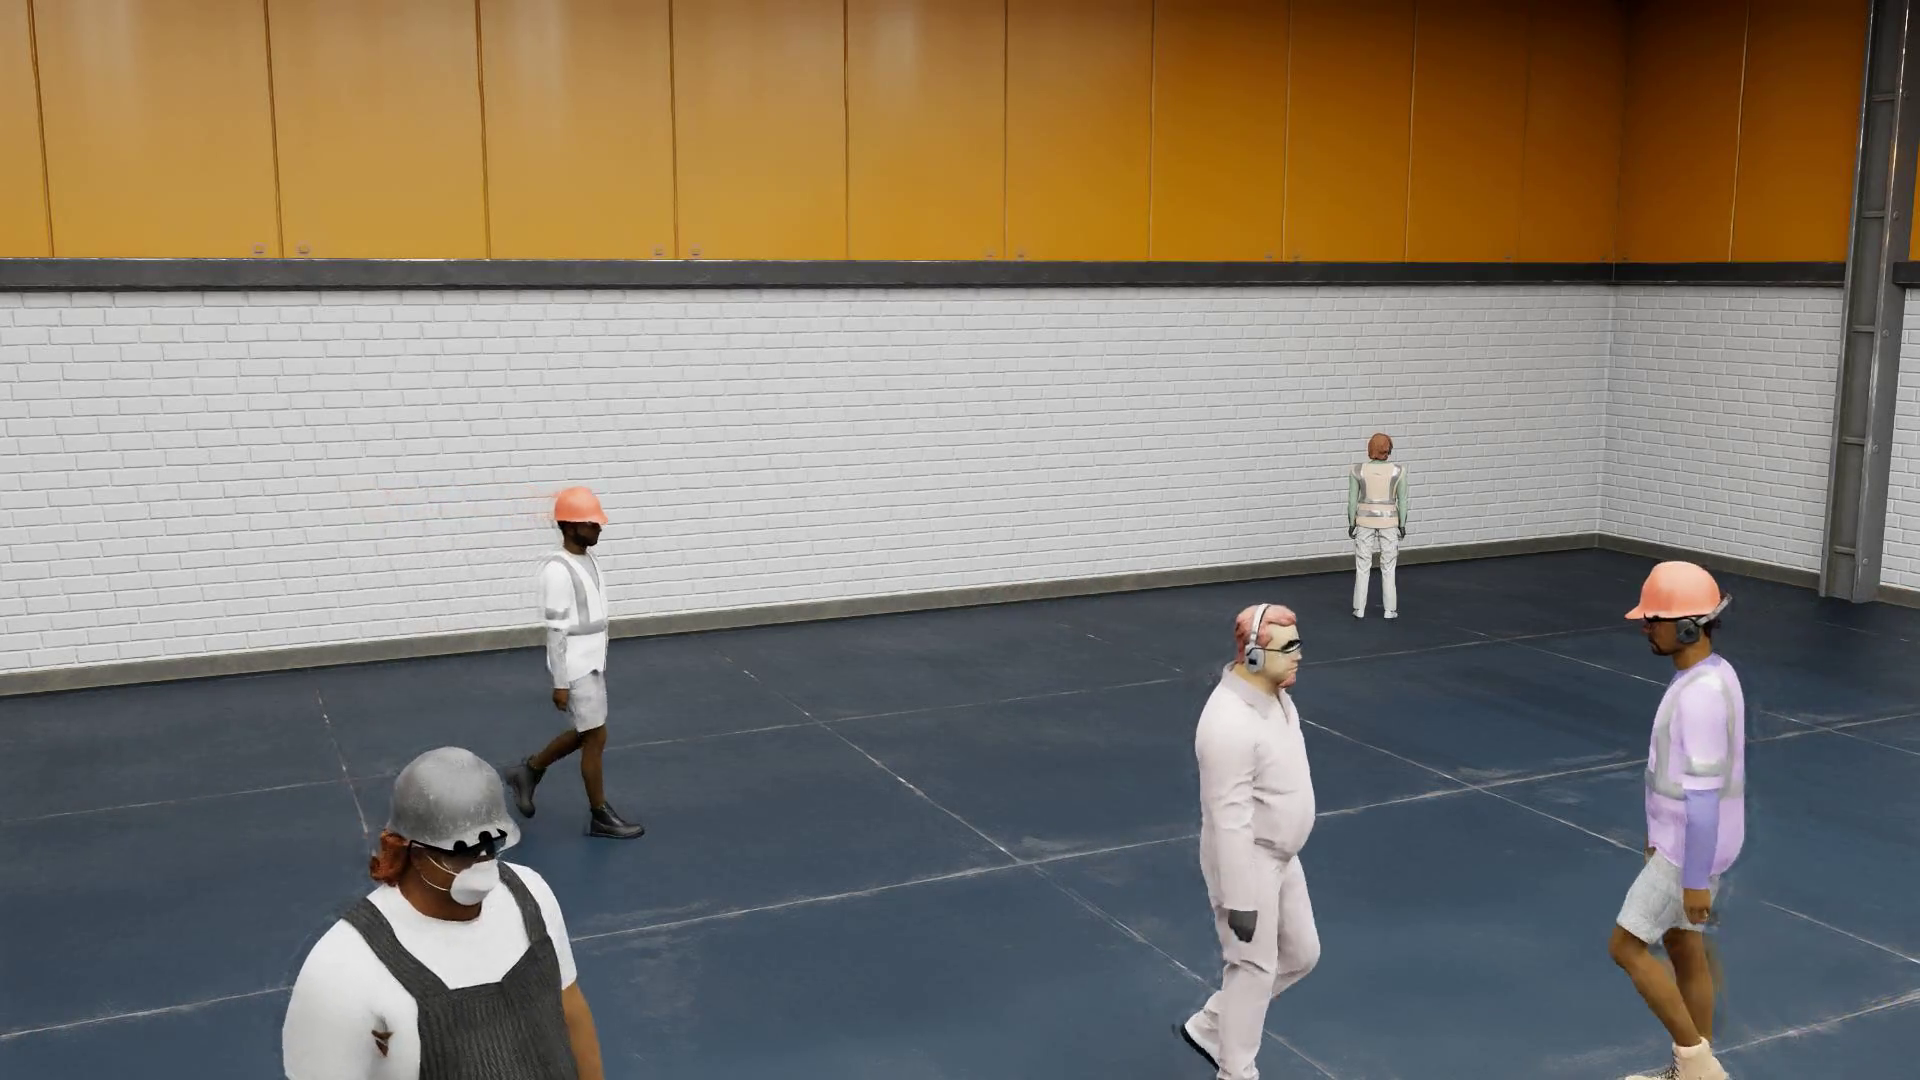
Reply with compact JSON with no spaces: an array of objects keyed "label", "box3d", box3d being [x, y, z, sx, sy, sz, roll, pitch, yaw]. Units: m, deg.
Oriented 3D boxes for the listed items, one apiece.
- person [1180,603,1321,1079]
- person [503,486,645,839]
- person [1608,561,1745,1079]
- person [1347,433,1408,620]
[{"label":"person","box3d":[1.063,1.149,5.900,0.433,1.888,0.665,4,10,24]},{"label":"person","box3d":[-2.105,0.656,8.899,0.757,1.918,0.549,1,9,9]},{"label":"person","box3d":[2.570,1.077,5.947,0.455,2.020,0.636,5,10,29]},{"label":"person","box3d":[3.638,-0.113,14.509,0.515,1.641,0.309,3,10,15]}]
